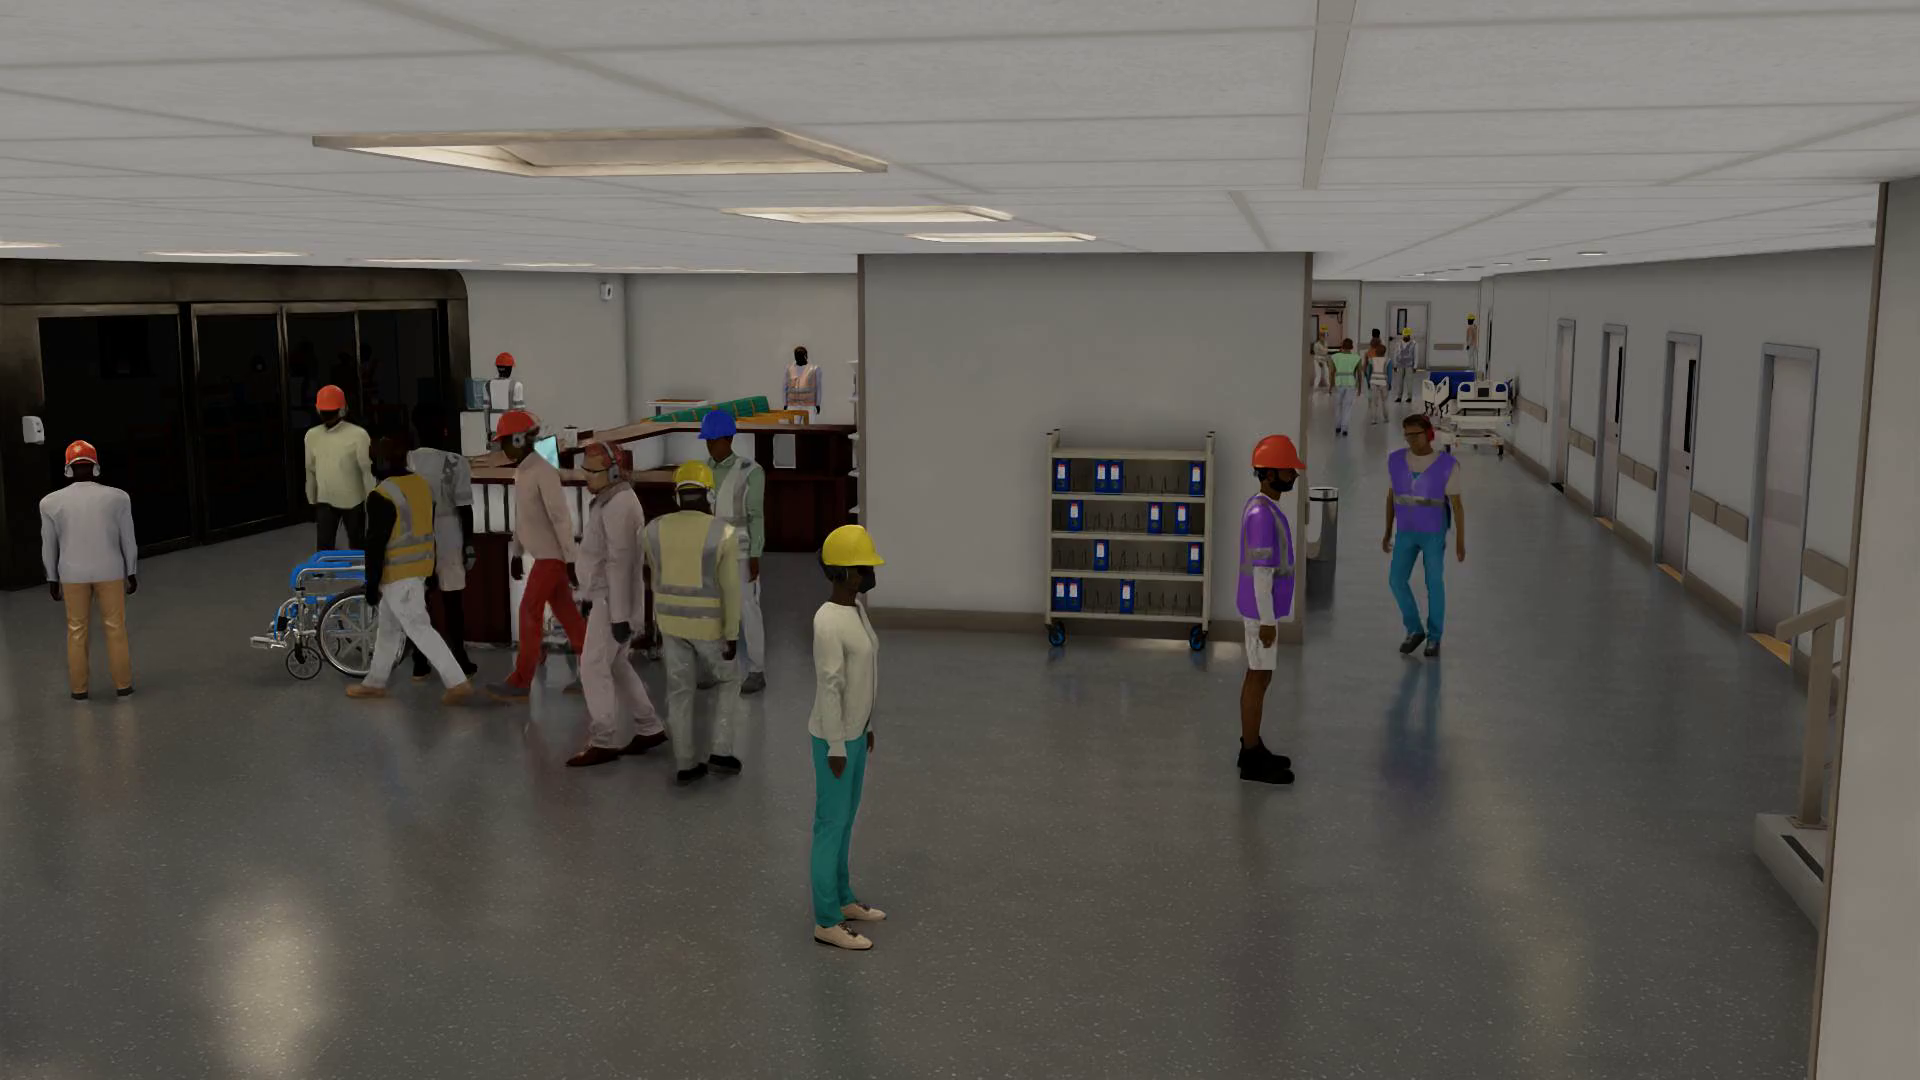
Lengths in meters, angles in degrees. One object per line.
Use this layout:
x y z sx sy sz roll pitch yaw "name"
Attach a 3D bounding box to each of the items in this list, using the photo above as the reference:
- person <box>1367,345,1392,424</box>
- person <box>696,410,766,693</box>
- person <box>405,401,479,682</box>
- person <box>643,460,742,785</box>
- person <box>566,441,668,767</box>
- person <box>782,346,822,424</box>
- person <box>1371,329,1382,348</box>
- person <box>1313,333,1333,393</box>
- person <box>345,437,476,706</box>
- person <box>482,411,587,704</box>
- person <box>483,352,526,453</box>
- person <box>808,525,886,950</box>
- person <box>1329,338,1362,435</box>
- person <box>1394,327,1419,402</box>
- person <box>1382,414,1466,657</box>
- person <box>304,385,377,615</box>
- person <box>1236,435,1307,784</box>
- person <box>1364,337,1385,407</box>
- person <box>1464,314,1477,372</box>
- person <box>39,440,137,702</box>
8.601 -3.184 33.996 0.541 1.606 0.758 5 10 29 "person"
-1.597 0.081 11.315 0.600 1.939 0.421 3 9 22 "person"
-3.684 0.017 11.620 0.609 1.963 0.369 0 9 0 "person"
-1.448 0.455 9.269 0.588 1.800 0.524 2 9 15 "person"
-2.008 0.363 9.586 0.548 1.879 0.686 -2 9 -11 "person"
-2.522 -2.161 26.483 0.636 1.842 0.429 1 9 9 "person"
11.284 -4.884 45.064 0.322 1.689 0.535 4 10 26 "person"
9.580 -4.675 43.965 0.574 1.610 0.371 -6 10 -35 "person"
-3.632 0.214 10.928 0.981 1.791 0.630 1 9 9 "person"
-2.819 0.110 11.077 0.961 1.931 0.639 -4 10 -26 "person"
-5.833 -1.441 21.399 0.551 1.933 0.378 1 9 10 "person"
-0.468 0.812 6.999 0.316 1.769 0.523 1 9 9 "person"
7.312 -2.914 31.538 0.605 1.811 0.864 2 9 15 "person"
10.824 -4.246 40.390 0.590 1.824 0.403 7 11 37 "person"
3.458 -0.030 12.402 0.711 1.817 0.512 7 11 39 "person"
-5.242 -0.366 14.219 0.657 1.956 0.859 2 9 11 "person"
1.739 0.379 9.312 0.374 1.936 0.551 2 9 10 "person"
9.640 -3.887 38.621 0.548 1.621 0.367 8 12 43 "person"
16.816 -6.466 54.766 0.367 1.927 0.587 5 10 30 "person"
-5.792 0.206 11.093 0.564 1.743 0.352 -4 9 -23 "person"
